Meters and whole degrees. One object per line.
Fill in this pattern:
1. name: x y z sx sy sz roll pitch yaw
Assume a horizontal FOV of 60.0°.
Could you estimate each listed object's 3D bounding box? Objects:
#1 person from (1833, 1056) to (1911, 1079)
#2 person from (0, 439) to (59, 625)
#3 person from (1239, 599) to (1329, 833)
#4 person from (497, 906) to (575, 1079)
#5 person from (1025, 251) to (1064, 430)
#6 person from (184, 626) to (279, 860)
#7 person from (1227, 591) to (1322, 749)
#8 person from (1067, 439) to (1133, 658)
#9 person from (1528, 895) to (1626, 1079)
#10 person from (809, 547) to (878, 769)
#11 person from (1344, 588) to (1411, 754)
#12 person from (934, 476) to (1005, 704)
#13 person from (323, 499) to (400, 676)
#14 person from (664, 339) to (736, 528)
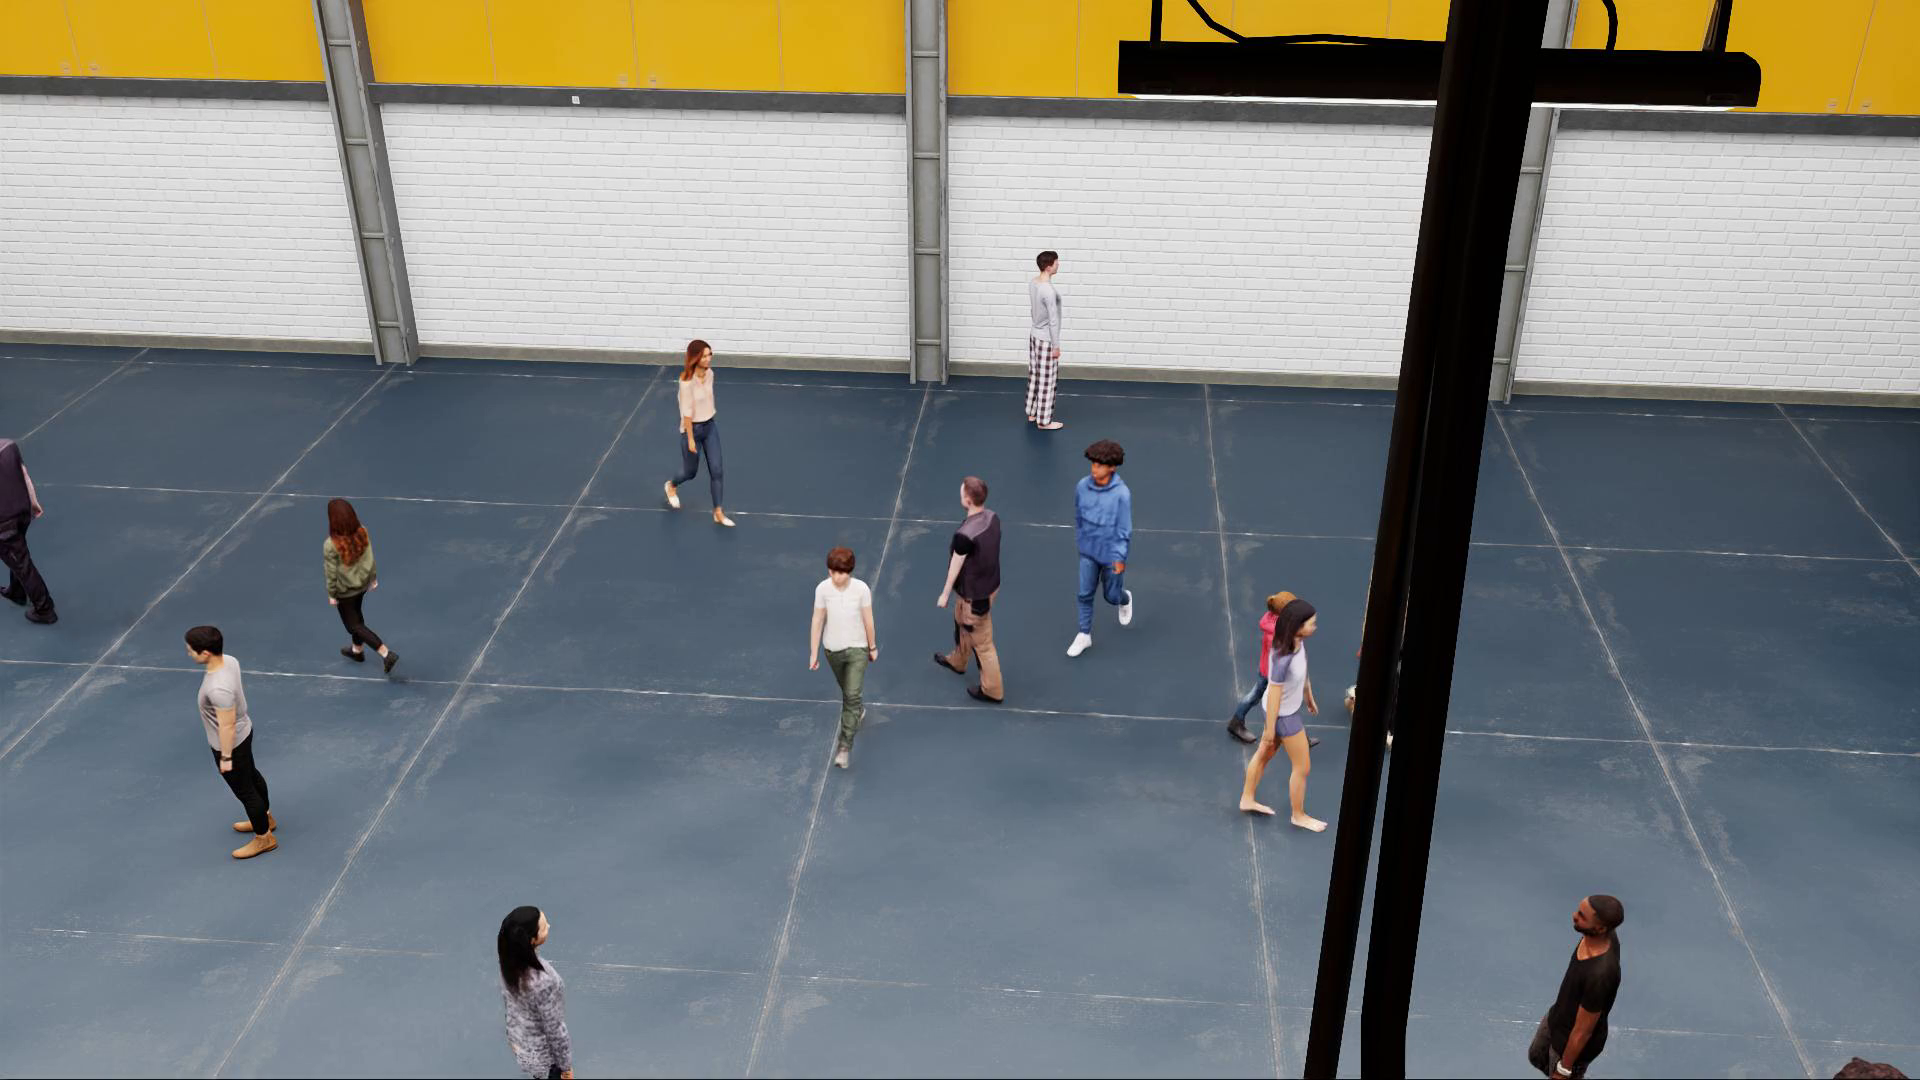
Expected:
1. person: 3.915 3.043 7.522 0.526 1.796 0.603 3 29 5
2. person: -7.574 -0.146 13.337 1.041 1.826 0.887 9 30 16
3. person: 2.063 1.140 11.101 0.887 1.709 0.697 7 29 13
4. person: -2.209 2.599 8.429 1.095 1.707 1.061 -25 37 -37
5. person: 0.847 -2.021 16.753 0.694 1.847 0.702 -11 31 -20
6. person: -4.737 1.286 10.830 0.644 1.713 0.672 -8 30 -14
7. person: 2.171 0.933 11.931 0.987 1.279 0.807 18 34 30
8. person: 1.158 0.038 13.035 1.030 1.793 1.002 18 33 29
9. person: 3.228 2.526 8.471 0.793 1.796 0.750 9 30 17
10. person: -0.802 0.752 11.919 1.062 1.608 0.718 5 29 9
11. person: 3.054 0.718 11.970 1.116 1.620 1.046 -13 31 -23
12. person: 0.204 0.401 12.346 1.046 1.815 0.878 13 31 22
13. person: -4.622 0.381 12.759 1.006 1.455 0.803 14 32 24
14. person: -2.416 -0.977 14.929 1.127 1.760 0.978 22 36 35
